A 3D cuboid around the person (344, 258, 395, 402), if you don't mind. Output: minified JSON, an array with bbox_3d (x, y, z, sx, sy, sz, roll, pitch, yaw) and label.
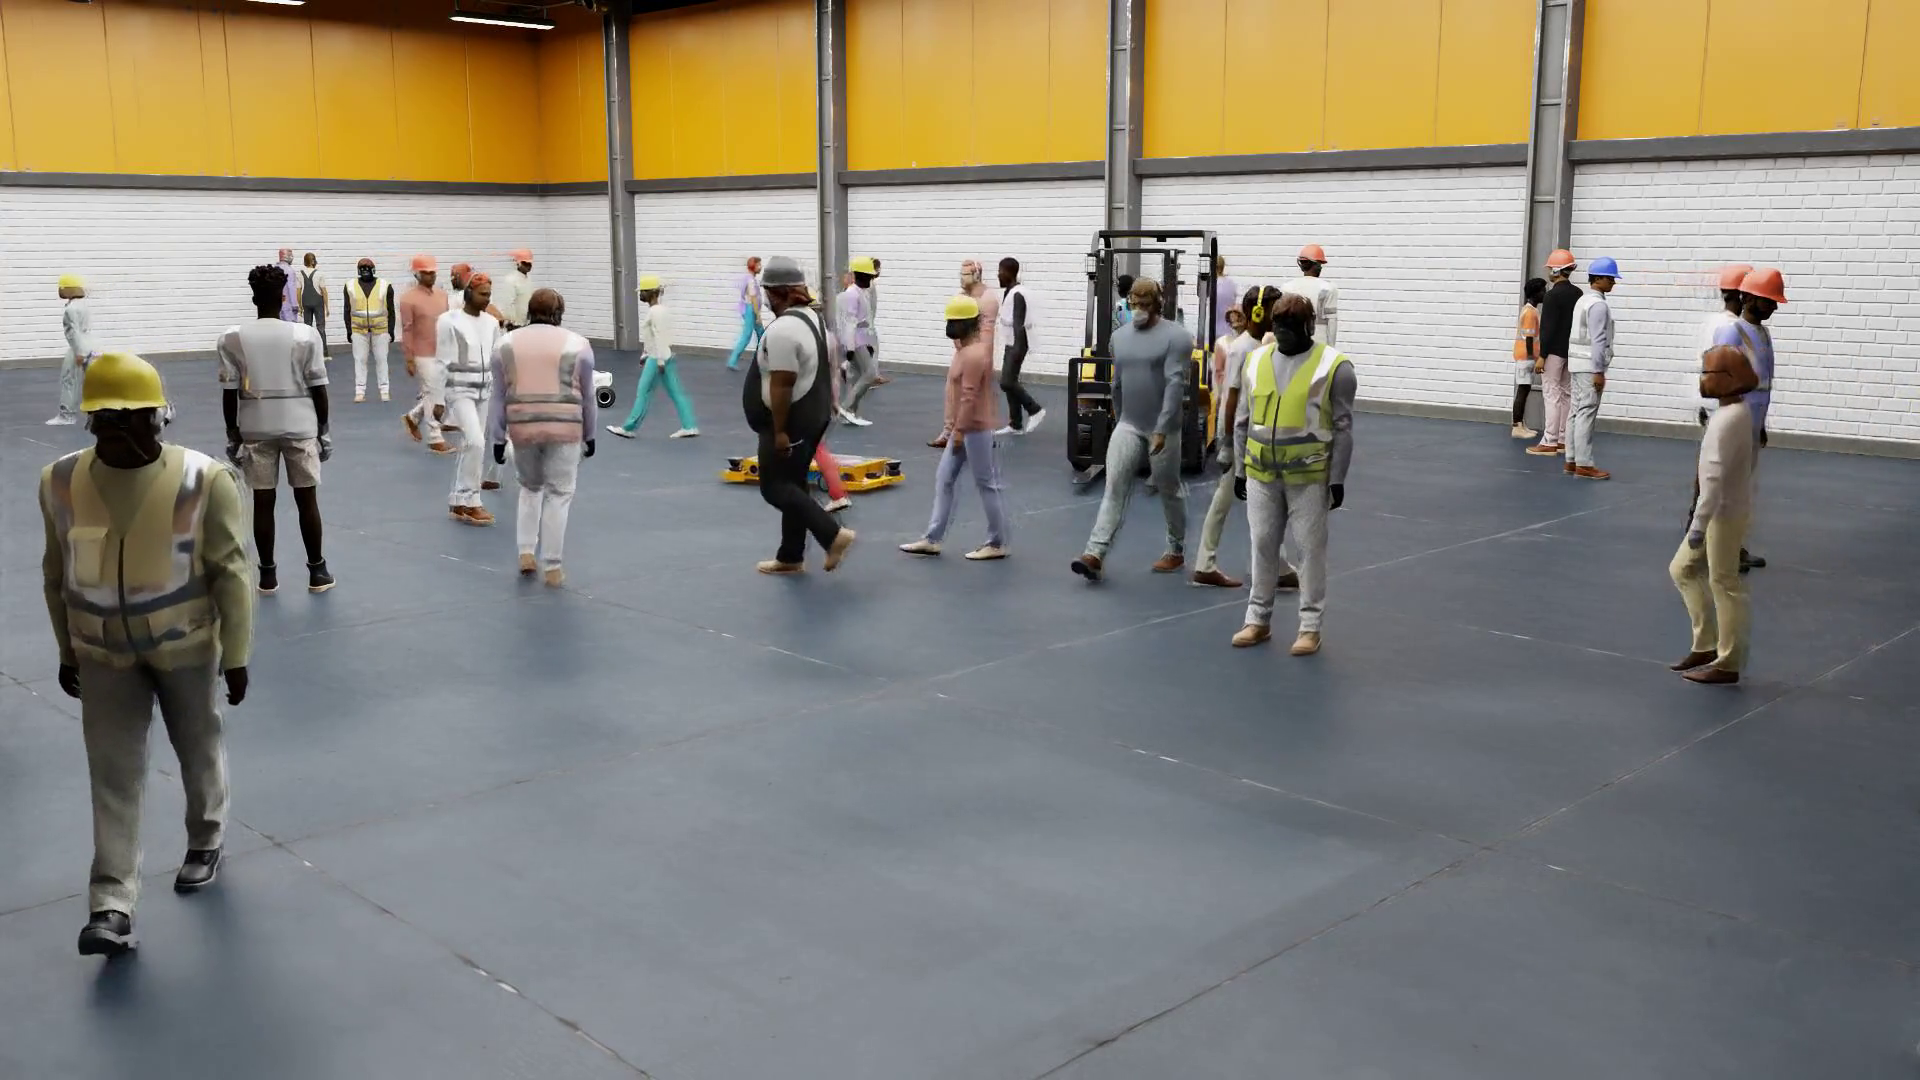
[{"bbox_3d":[-7.562,-2.685,21.332,0.624,1.844,0.430,-3,11,-15],"label":"person"}]

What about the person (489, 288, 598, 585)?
[{"bbox_3d":[-2.551,-0.638,10.269,0.640,1.812,0.575,0,10,-1],"label":"person"}]

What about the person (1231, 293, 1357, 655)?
[{"bbox_3d":[1.681,-0.334,8.515,0.633,1.839,0.429,7,13,34],"label":"person"}]

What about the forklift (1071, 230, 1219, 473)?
[{"bbox_3d":[1.804,-1.825,15.677,1.214,2.155,2.313,2,11,13],"label":"forklift"}]

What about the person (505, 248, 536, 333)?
[{"bbox_3d":[-5.801,-2.891,22.116,0.627,1.965,0.700,3,11,14],"label":"person"}]

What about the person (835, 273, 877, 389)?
[{"bbox_3d":[-1.471,-2.893,23.099,0.563,1.611,0.308,4,11,20],"label":"person"}]

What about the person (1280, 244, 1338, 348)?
[{"bbox_3d":[3.573,-2.004,17.078,0.609,2.040,0.394,5,12,27],"label":"person"}]

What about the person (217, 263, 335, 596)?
[{"bbox_3d":[-4.045,-0.647,9.874,0.602,1.967,0.370,-2,11,-13],"label":"person"}]

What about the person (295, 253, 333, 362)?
[{"bbox_3d":[-10.918,-3.922,28.082,0.504,1.839,0.344,-1,10,-3],"label":"person"}]

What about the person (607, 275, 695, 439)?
[{"bbox_3d":[-3.230,-1.906,17.422,0.918,1.713,0.525,-1,10,-4],"label":"person"}]

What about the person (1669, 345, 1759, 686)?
[{"bbox_3d":[3.537,-0.110,7.870,0.453,1.614,0.529,5,12,26],"label":"person"}]

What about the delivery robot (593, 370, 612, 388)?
[{"bbox_3d":[-4.694,-1.965,20.658,0.707,0.478,0.477,-4,11,-19],"label":"delivery robot"}]

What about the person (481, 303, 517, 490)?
[{"bbox_3d":[-3.762,-1.163,13.707,0.801,1.601,0.519,6,12,30],"label":"person"}]

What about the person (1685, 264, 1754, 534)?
[{"bbox_3d":[5.429,-0.979,11.782,0.491,1.922,0.544,2,11,13],"label":"person"}]

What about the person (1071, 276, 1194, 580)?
[{"bbox_3d":[1.103,-0.671,10.268,0.618,1.874,1.012,8,13,38],"label":"person"}]

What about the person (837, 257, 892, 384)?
[{"bbox_3d":[-1.385,-3.108,23.692,0.776,1.823,0.590,-3,11,-14],"label":"person"}]

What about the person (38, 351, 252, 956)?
[{"bbox_3d":[-2.494,0.319,5.090,0.617,1.781,0.948,-2,11,-11],"label":"person"}]

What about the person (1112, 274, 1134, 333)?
[{"bbox_3d":[1.977,-2.270,19.487,0.540,1.680,0.644,-7,12,-33],"label":"person"}]

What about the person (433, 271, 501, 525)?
[{"bbox_3d":[-3.558,-1.043,12.313,0.711,1.859,0.600,6,12,29],"label":"person"}]

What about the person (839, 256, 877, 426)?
[{"bbox_3d":[-1.119,-2.207,18.565,0.417,1.906,0.611,-1,10,-5],"label":"person"}]

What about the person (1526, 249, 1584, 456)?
[{"bbox_3d":[5.806,-1.818,16.182,0.611,1.995,0.375,-10,14,-42],"label":"person"}]

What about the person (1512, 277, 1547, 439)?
[{"bbox_3d":[5.994,-1.912,17.529,0.320,1.693,0.532,4,11,20],"label":"person"}]

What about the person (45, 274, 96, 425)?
[{"bbox_3d":[-9.903,-2.158,18.822,0.861,1.709,0.496,-2,11,-12],"label":"person"}]

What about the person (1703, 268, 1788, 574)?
[{"bbox_3d":[5.006,-0.759,10.590,0.542,1.929,0.368,-10,14,-43],"label":"person"}]

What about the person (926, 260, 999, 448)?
[{"bbox_3d":[0.032,-1.820,16.487,0.826,1.877,0.681,-7,12,-32],"label":"person"}]

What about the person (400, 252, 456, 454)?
[{"bbox_3d":[-5.274,-1.842,16.370,0.674,1.971,0.626,5,11,24],"label":"person"}]

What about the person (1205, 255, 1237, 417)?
[{"bbox_3d":[2.810,-2.269,18.843,0.735,1.914,0.648,9,14,41],"label":"person"}]

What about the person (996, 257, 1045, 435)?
[{"bbox_3d":[0.597,-2.047,17.680,0.470,1.902,0.606,-2,11,-9],"label":"person"}]

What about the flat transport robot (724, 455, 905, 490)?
[{"bbox_3d":[-1.251,-0.604,14.268,1.431,0.197,0.652,6,12,28],"label":"flat transport robot"}]

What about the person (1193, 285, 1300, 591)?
[{"bbox_3d":[1.830,-0.594,9.950,0.900,1.829,0.493,2,11,12],"label":"person"}]

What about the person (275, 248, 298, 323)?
[{"bbox_3d":[-11.693,-4.114,28.950,0.644,1.905,0.400,9,14,41],"label":"person"}]

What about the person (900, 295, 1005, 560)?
[{"bbox_3d":[-0.057,-0.717,10.852,0.786,1.733,0.552,-2,11,-10],"label":"person"}]

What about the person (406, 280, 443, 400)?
[{"bbox_3d":[-6.934,-2.748,21.597,0.331,1.872,0.513,10,15,44],"label":"person"}]

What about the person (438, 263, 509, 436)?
[{"bbox_3d":[-5.219,-2.022,17.727,0.964,1.844,0.589,2,11,13],"label":"person"}]

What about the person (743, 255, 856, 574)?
[{"bbox_3d":[-1.003,-0.762,10.296,0.693,2.000,0.685,3,11,15],"label":"person"}]

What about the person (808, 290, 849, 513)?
[{"bbox_3d":[-1.160,-1.081,12.911,0.898,1.722,0.536,8,13,39],"label":"person"}]

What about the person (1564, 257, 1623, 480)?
[{"bbox_3d":[5.557,-1.509,14.641,0.402,1.943,0.605,1,10,7],"label":"person"}]

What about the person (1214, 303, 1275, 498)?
[{"bbox_3d":[2.355,-1.144,13.620,0.540,1.587,0.736,4,11,18],"label":"person"}]

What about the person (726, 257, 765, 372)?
[{"bbox_3d":[-3.243,-3.531,26.071,0.945,1.799,0.582,-1,10,-5],"label":"person"}]
